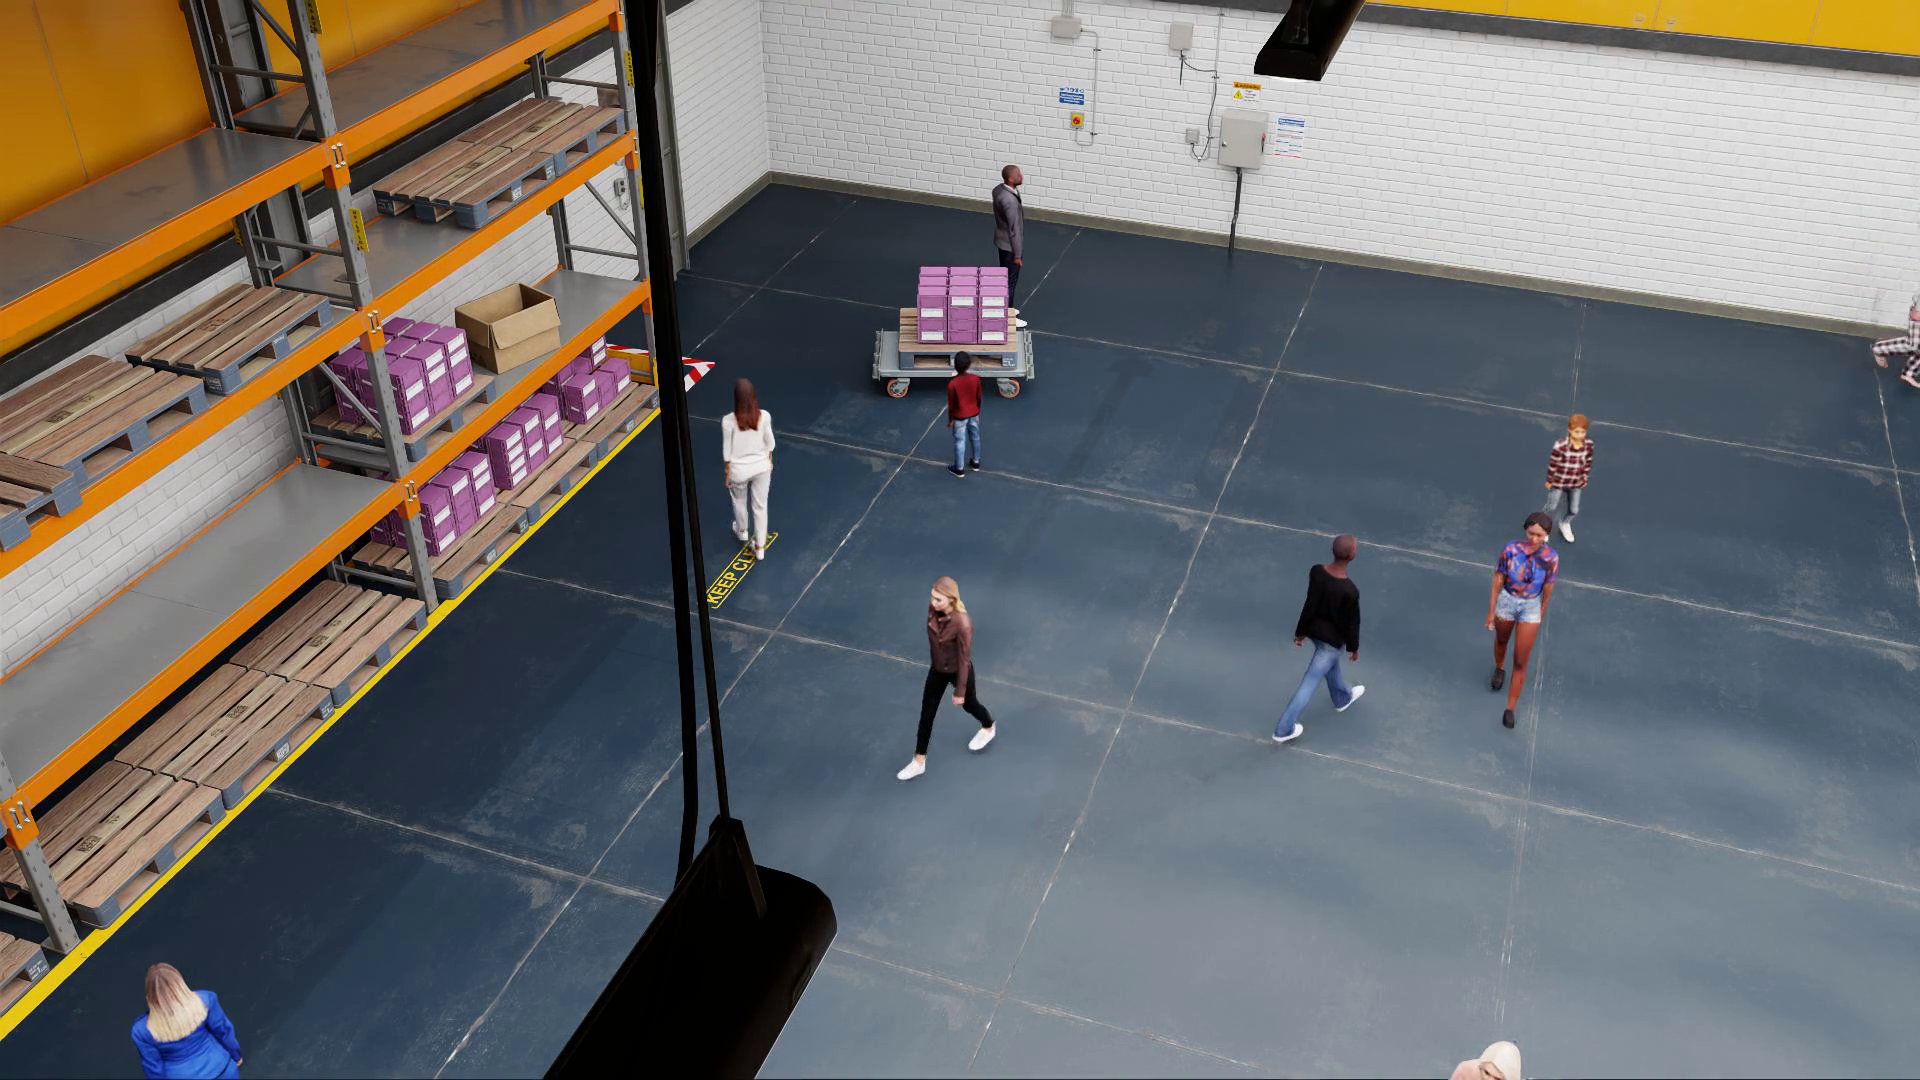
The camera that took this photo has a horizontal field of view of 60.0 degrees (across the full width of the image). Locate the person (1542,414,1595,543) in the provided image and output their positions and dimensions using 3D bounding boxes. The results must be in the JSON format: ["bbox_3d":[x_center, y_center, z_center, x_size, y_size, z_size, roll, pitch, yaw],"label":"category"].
[{"bbox_3d":[5.292,-0.550,14.524,0.615,1.292,0.633,-1,34,-2],"label":"person"}]

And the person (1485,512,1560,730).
[{"bbox_3d":[4.223,0.489,12.591,0.609,1.702,1.066,13,36,19],"label":"person"}]

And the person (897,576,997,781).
[{"bbox_3d":[0.017,0.943,11.951,1.204,1.654,0.966,-26,42,-33],"label":"person"}]

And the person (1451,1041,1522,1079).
[{"bbox_3d":[2.750,3.117,8.645,1.082,1.692,0.905,-25,41,-32],"label":"person"}]

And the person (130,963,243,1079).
[{"bbox_3d":[-4.106,2.901,8.962,0.658,1.700,0.774,-25,41,-33],"label":"person"}]

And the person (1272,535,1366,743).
[{"bbox_3d":[2.626,0.765,12.178,1.235,1.699,1.056,-21,39,-28],"label":"person"}]

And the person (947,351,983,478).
[{"bbox_3d":[0.047,-1.184,15.512,0.573,1.254,0.643,-18,37,-24],"label":"person"}]

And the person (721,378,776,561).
[{"bbox_3d":[-1.783,-0.572,14.214,0.878,1.672,0.952,-11,35,-16],"label":"person"}]

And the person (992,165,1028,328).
[{"bbox_3d":[0.526,-3.205,18.044,0.872,1.817,0.741,-7,34,-10],"label":"person"}]
